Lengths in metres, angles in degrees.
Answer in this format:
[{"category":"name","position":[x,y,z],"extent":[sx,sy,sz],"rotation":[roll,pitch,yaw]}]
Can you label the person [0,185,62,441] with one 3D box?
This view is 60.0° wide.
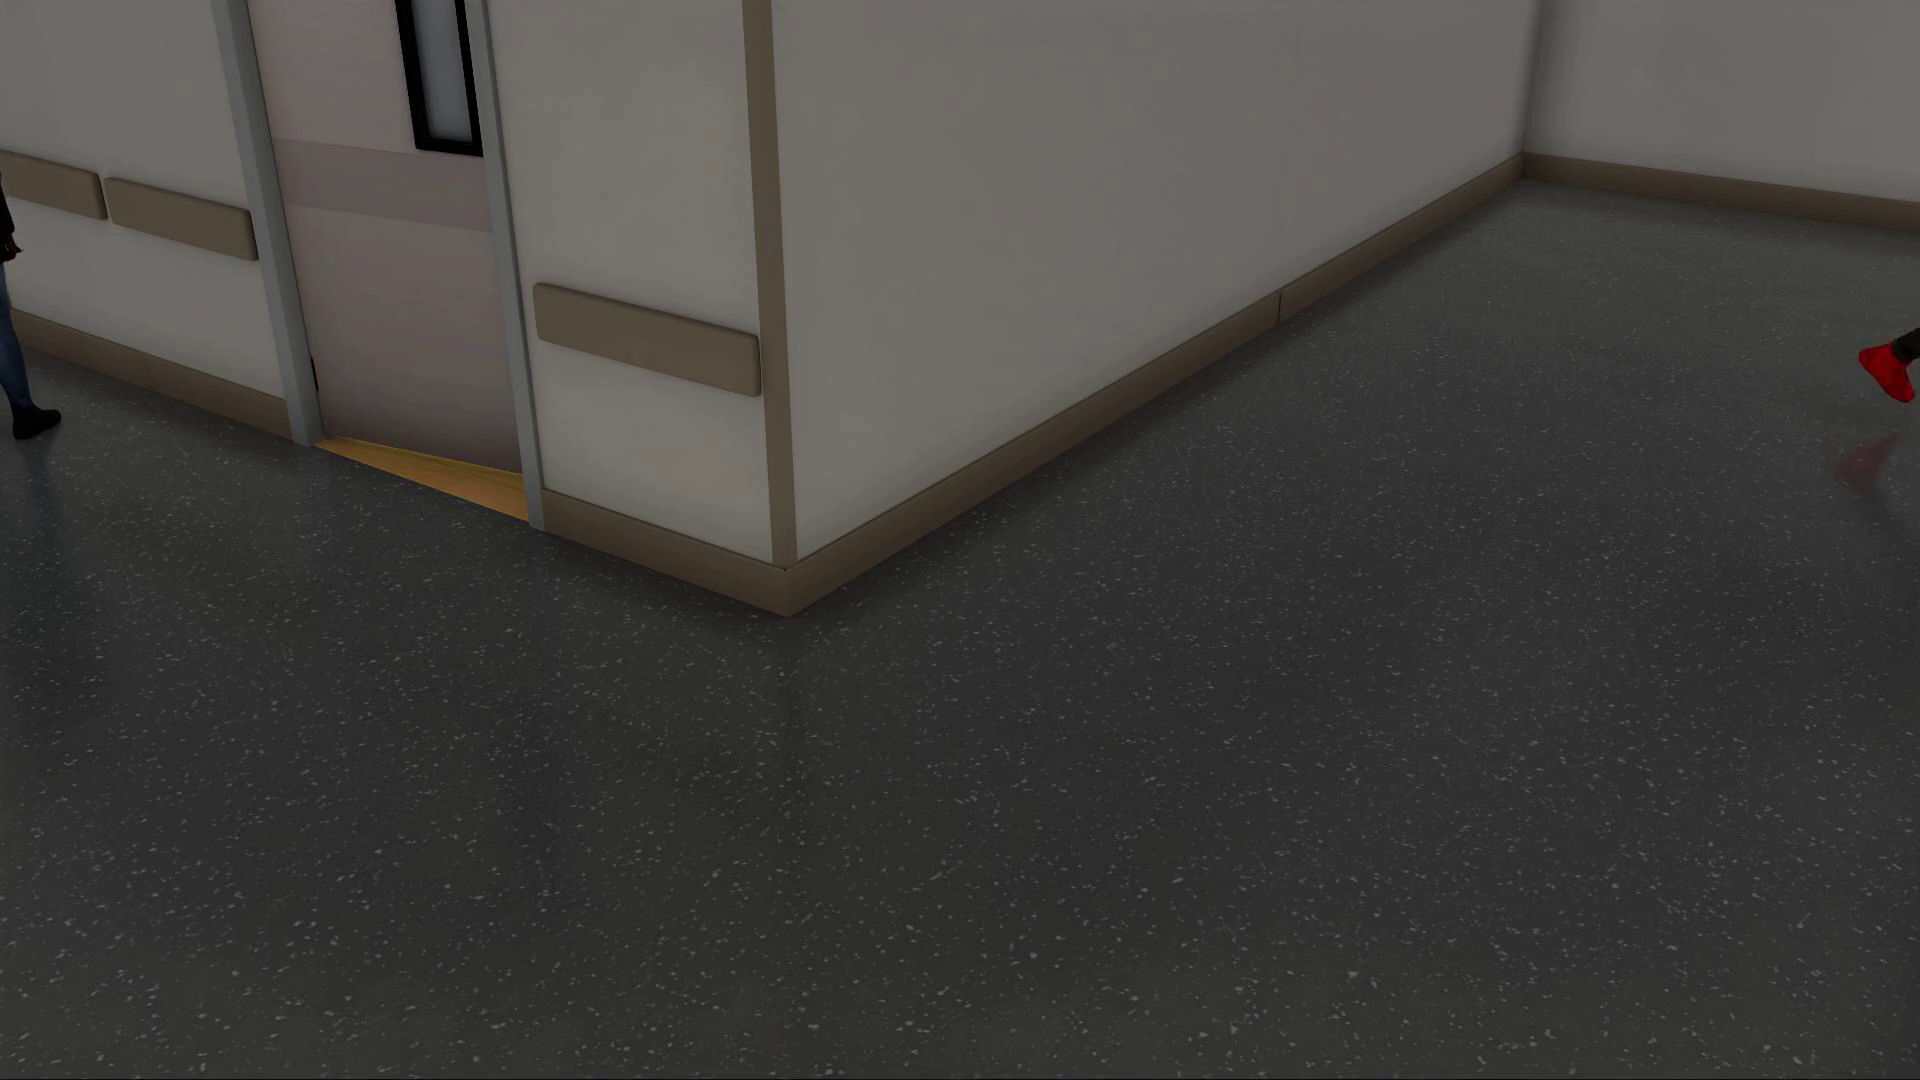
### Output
[{"category":"person","position":[-3.769,-1.160,6.191],"extent":[0.733,1.635,0.781],"rotation":[-2,26,-5]}]
